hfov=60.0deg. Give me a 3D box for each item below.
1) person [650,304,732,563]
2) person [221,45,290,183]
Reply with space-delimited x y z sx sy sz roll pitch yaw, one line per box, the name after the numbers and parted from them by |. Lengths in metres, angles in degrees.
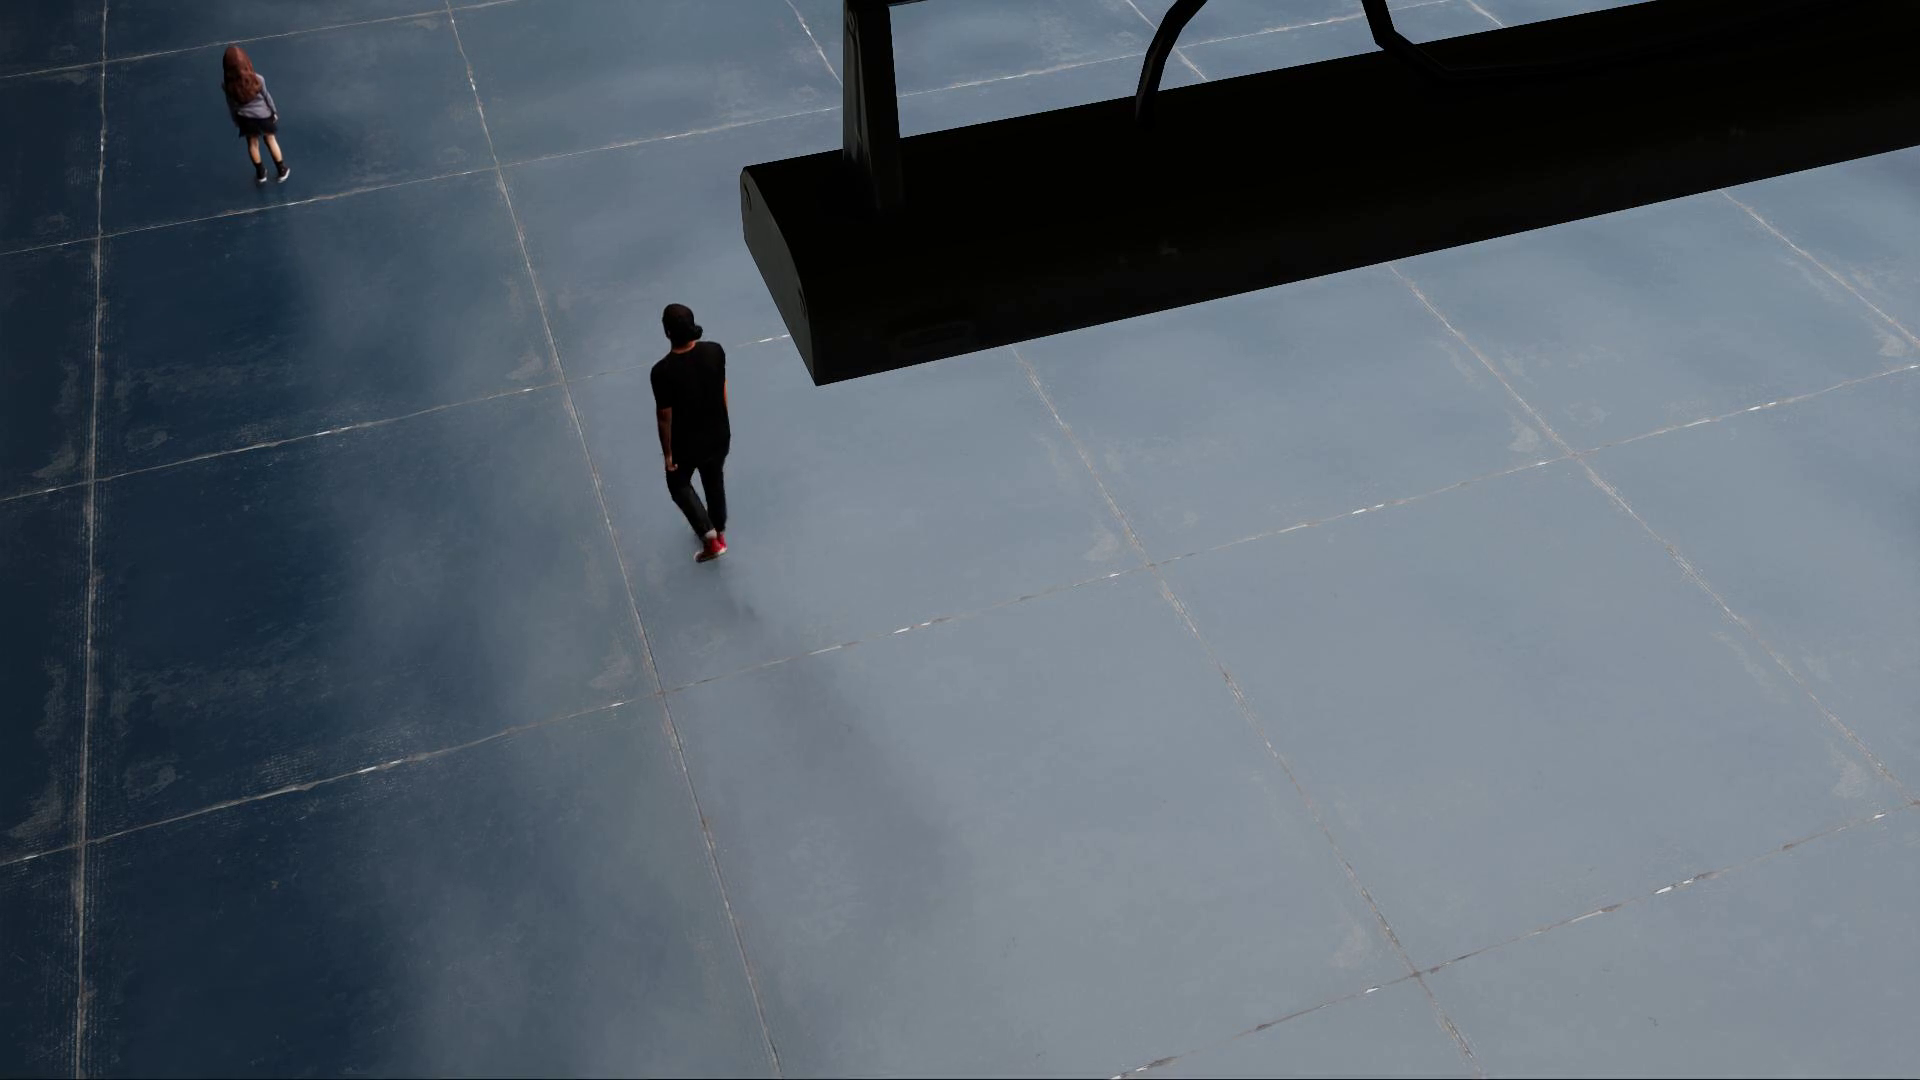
-1.453 -0.551 9.461 0.740 1.748 0.815 -28 50 -26 | person
-5.481 -3.306 12.882 0.493 1.106 0.463 -9 44 -10 | person
